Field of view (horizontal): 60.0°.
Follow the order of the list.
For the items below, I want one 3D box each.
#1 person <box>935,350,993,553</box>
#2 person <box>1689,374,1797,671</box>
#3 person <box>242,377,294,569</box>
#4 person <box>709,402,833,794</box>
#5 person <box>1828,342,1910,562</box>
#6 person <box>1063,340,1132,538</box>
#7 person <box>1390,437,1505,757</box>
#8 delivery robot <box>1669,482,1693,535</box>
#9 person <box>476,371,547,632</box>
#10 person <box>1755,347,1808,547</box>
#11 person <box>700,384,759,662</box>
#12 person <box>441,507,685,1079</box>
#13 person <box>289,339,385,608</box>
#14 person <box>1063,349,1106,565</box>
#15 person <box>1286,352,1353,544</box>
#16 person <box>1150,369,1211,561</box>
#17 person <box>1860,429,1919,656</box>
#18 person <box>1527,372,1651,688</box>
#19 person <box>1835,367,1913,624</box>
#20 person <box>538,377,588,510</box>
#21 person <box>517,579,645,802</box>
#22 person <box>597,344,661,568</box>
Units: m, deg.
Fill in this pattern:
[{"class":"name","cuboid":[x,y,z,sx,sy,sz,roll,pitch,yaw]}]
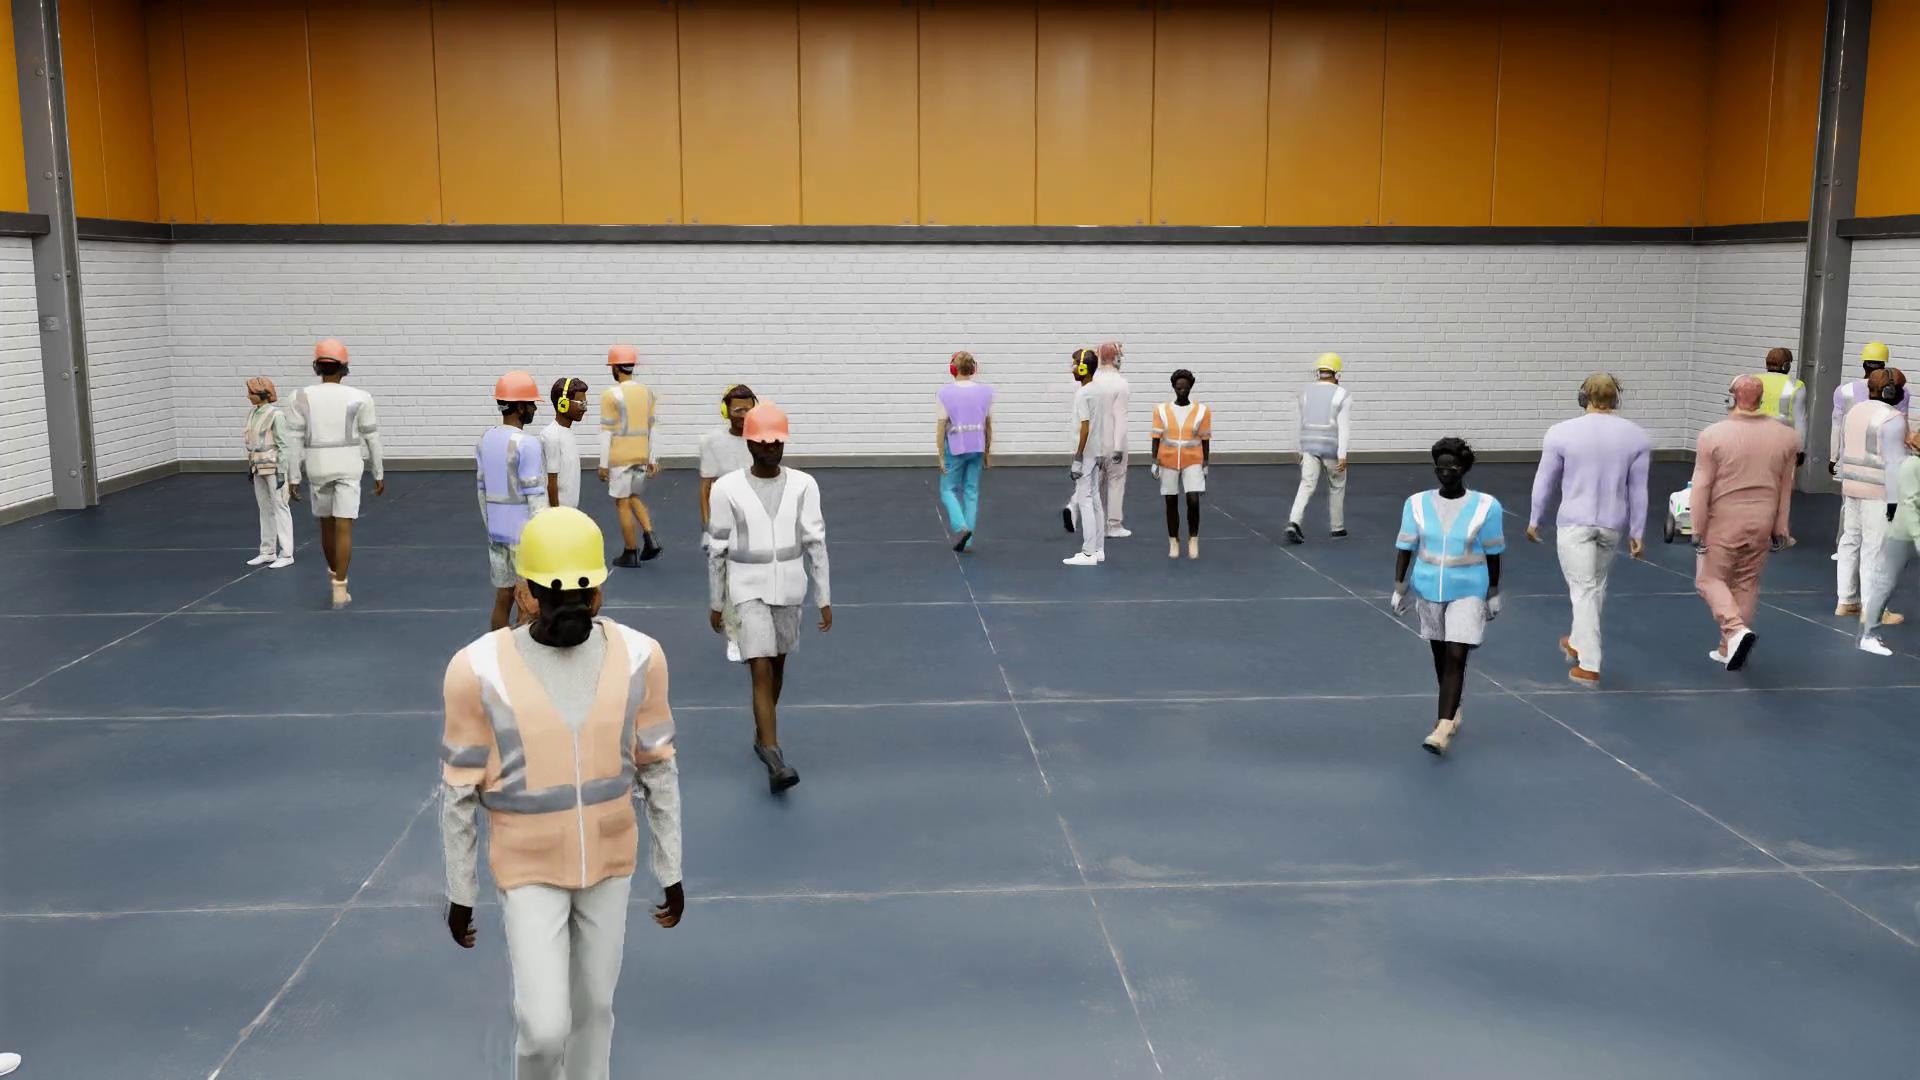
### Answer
[{"class":"person","cuboid":[0.044,-0.776,14.884,0.574,1.830,0.462,-4,10,-23]},{"class":"person","cuboid":[4.911,-0.093,10.437,0.654,1.890,0.654,-1,9,-3]},{"class":"person","cuboid":[-5.922,-0.576,14.240,0.513,1.638,0.313,7,11,37]},{"class":"person","cuboid":[-0.927,0.263,8.210,0.563,1.878,1.032,-4,10,-22]},{"class":"person","cuboid":[7.842,-0.744,14.388,0.591,1.927,0.366,3,10,20]},{"class":"person","cuboid":[1.336,-0.938,15.714,0.647,1.888,0.648,-8,12,-42]},{"class":"person","cuboid":[2.529,0.290,8.731,0.544,1.646,0.868,6,11,33]},{"class":"delivery robot","cuboid":[6.878,-0.305,15.627,0.477,0.478,0.707,3,10,18]},{"class":"person","cuboid":[-2.622,-0.040,9.929,0.553,1.935,0.364,7,12,39]},{"class":"person","cuboid":[7.518,-0.860,15.391,0.429,1.839,0.634,-7,12,-38]},{"class":"person","cuboid":[-1.386,-0.065,10.488,0.507,1.815,0.978,-2,9,-12]},{"class":"person","cuboid":[-1.021,0.856,4.377,0.612,1.910,0.420,-6,11,-32]},{"class":"person","cuboid":[-4.758,-0.527,12.770,0.642,2.000,0.967,-2,9,-9]},{"class":"person","cuboid":[1.086,-0.710,14.379,0.312,1.862,0.538,4,10,25]},{"class":"person","cuboid":[3.353,-0.853,15.540,0.595,1.793,0.891,7,11,37]},{"class":"person","cuboid":[1.919,-0.651,14.544,0.534,1.679,0.559,2,9,12]},{"class":"person","cuboid":[6.232,0.011,10.707,0.515,1.587,0.854,-4,10,-21]},{"class":"person","cuboid":[3.872,-0.092,10.371,0.638,1.900,0.936,0,9,-3]},{"class":"person","cuboid":[6.616,-0.326,12.029,0.430,1.844,0.624,0,9,-3]},{"class":"person","cuboid":[-2.552,-0.120,10.723,0.366,1.853,0.488,0,9,0]},{"class":"person","cuboid":[-1.290,0.813,5.589,0.519,1.616,0.511,6,11,33]},{"class":"person","cuboid":[-2.853,-0.707,14.191,0.392,1.923,0.541,6,11,35]}]
